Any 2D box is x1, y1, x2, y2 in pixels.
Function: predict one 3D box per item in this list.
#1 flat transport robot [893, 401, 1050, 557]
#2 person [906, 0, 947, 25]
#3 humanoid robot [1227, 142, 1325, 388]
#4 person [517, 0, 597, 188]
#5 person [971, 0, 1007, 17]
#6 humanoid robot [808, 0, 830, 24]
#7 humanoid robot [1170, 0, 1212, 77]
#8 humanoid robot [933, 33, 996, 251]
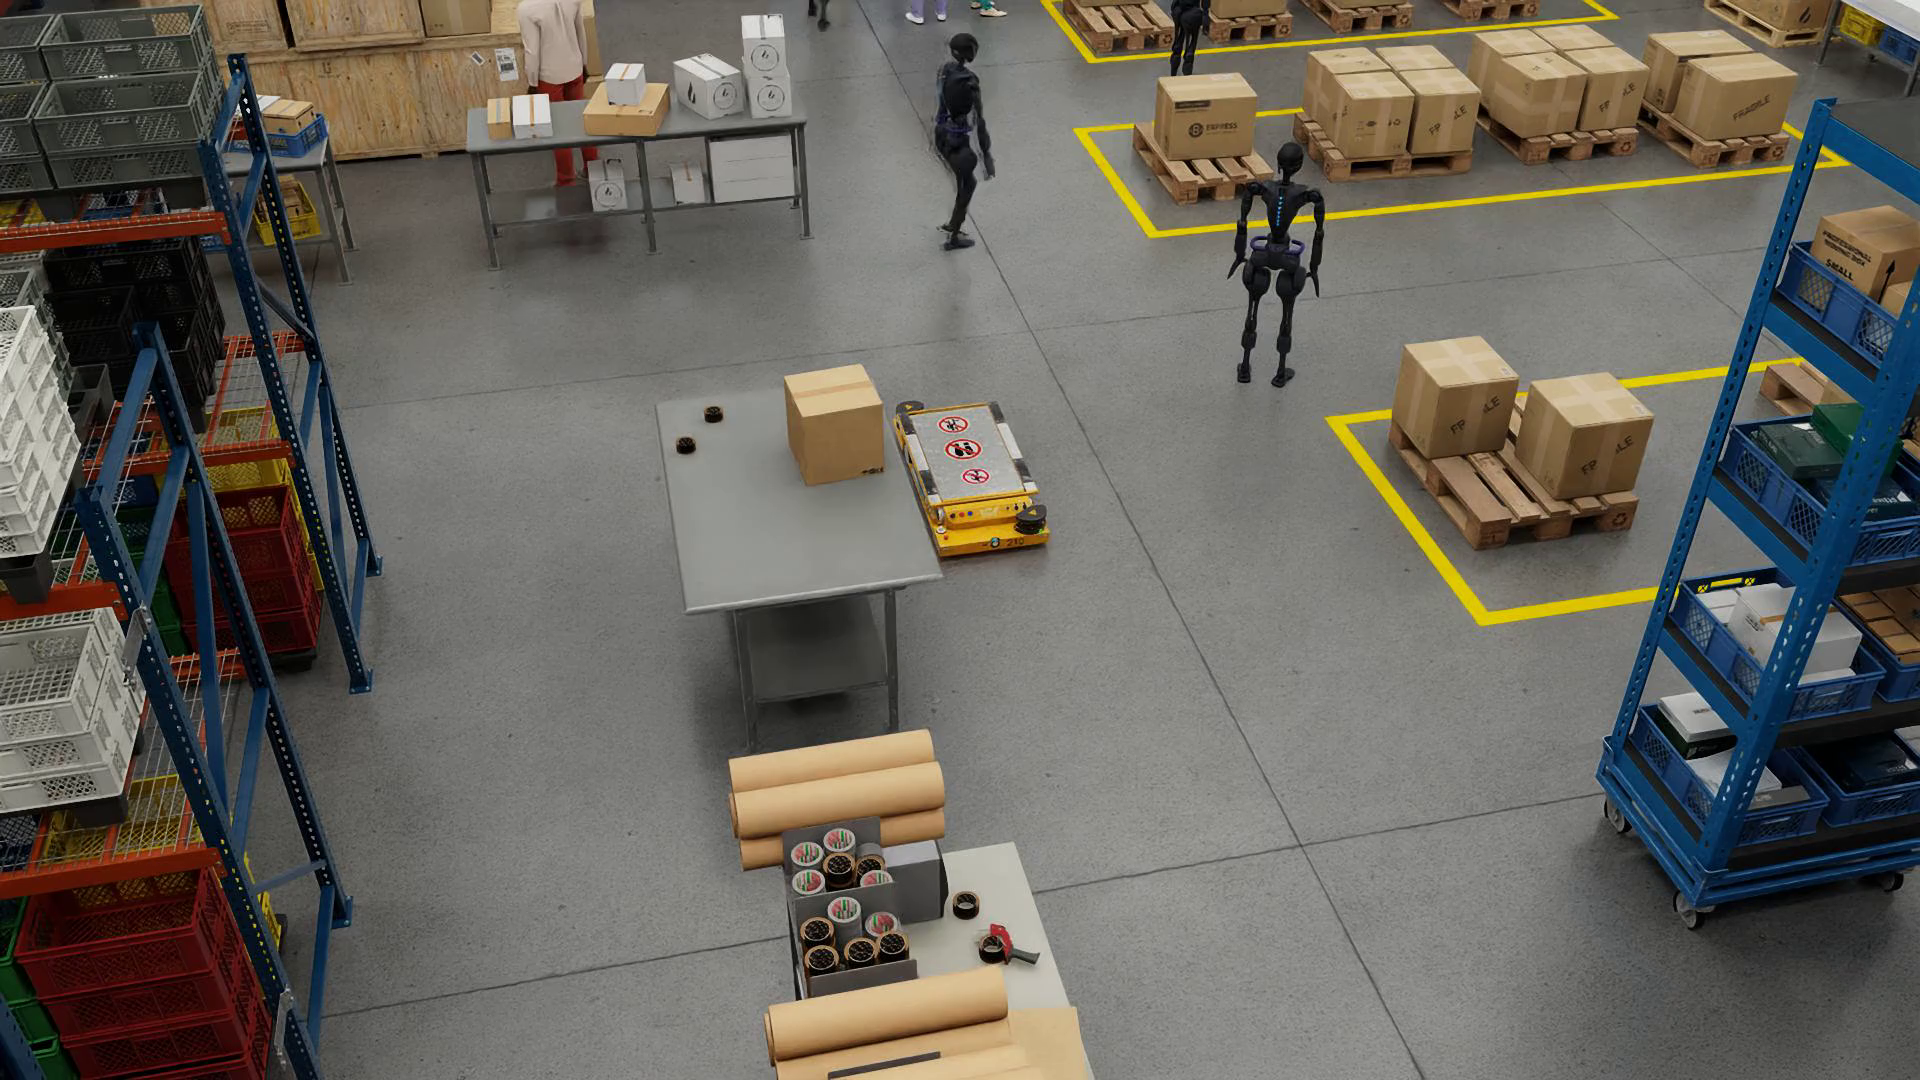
[{"bbox_3d":[0.046,-0.430,10.108,0.652,0.197,1.431,-8,37,-10],"label":"flat transport robot"},{"bbox_3d":[-0.354,-6.030,16.274,0.586,1.921,0.379,-10,38,-14],"label":"person"},{"bbox_3d":[2.040,-1.782,10.757,0.609,1.657,0.311,11,38,14],"label":"humanoid robot"},{"bbox_3d":[-3.172,-3.680,13.055,0.394,1.991,0.622,24,43,29],"label":"person"},{"bbox_3d":[0.276,-6.116,16.519,0.308,1.768,0.524,-12,38,-16],"label":"person"},{"bbox_3d":[-1.415,-5.925,16.358,0.582,1.639,0.651,4,37,5],"label":"humanoid robot"},{"bbox_3d":[2.057,-4.759,14.759,0.327,1.657,0.584,-12,38,-16],"label":"humanoid robot"},{"bbox_3d":[0.026,-2.951,12.337,0.415,1.644,0.616,-14,39,-18],"label":"humanoid robot"}]
